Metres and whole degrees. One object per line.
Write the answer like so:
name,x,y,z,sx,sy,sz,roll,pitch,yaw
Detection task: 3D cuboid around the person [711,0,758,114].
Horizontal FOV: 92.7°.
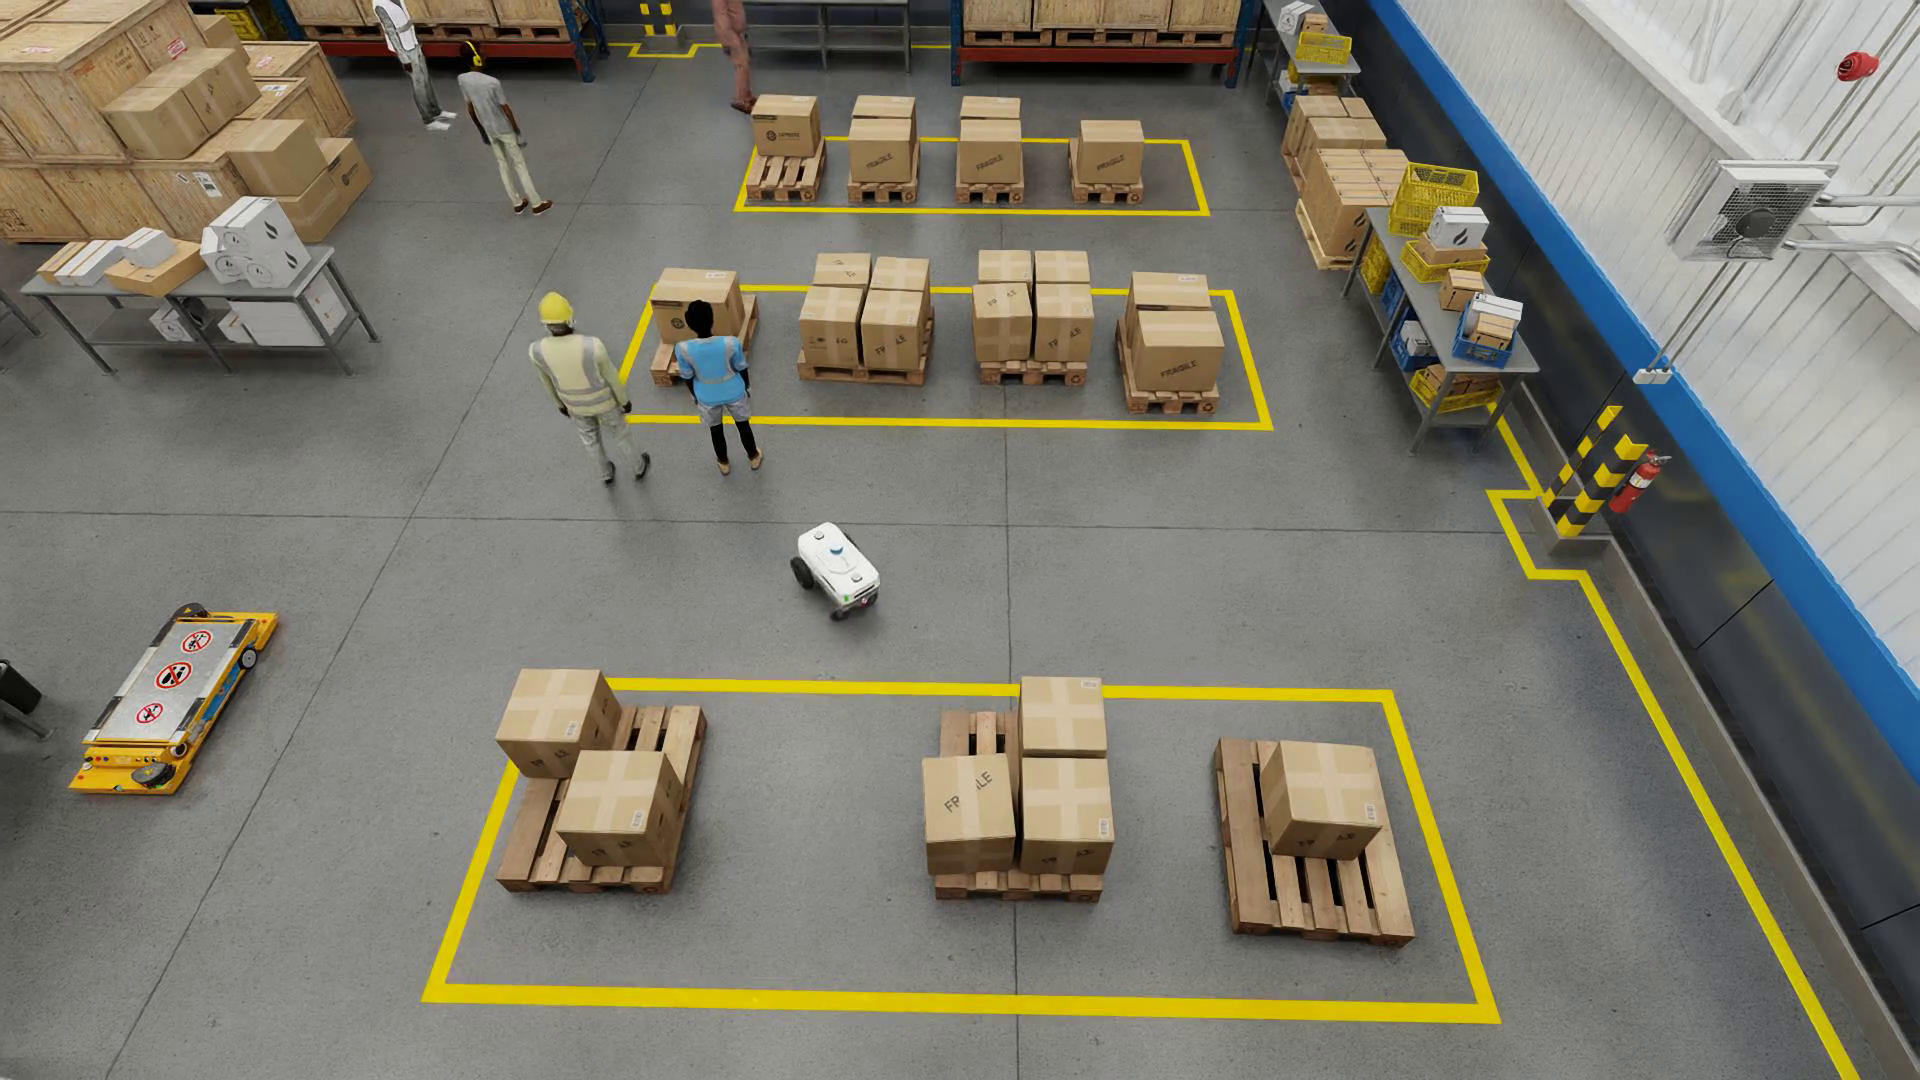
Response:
person,-2.894,-6.513,11.812,0.495,1.887,0.704,3,50,3

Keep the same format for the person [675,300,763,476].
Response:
person,-1.942,-1.203,7.437,0.535,1.700,0.318,-9,50,-8

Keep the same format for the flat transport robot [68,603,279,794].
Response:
flat transport robot,-5.504,1.072,6.442,0.652,0.197,1.431,1,50,1

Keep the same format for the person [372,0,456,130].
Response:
person,-6.939,-6.162,11.498,0.378,1.911,0.588,-3,50,-3

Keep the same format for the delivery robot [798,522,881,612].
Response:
delivery robot,-0.917,0.191,6.943,0.477,0.478,0.707,-31,56,-23

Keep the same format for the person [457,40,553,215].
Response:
person,-5.083,-4.515,10.135,0.520,1.864,0.333,9,50,7

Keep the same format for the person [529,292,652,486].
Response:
person,-2.950,-1.141,7.315,0.620,1.817,0.433,0,50,0
